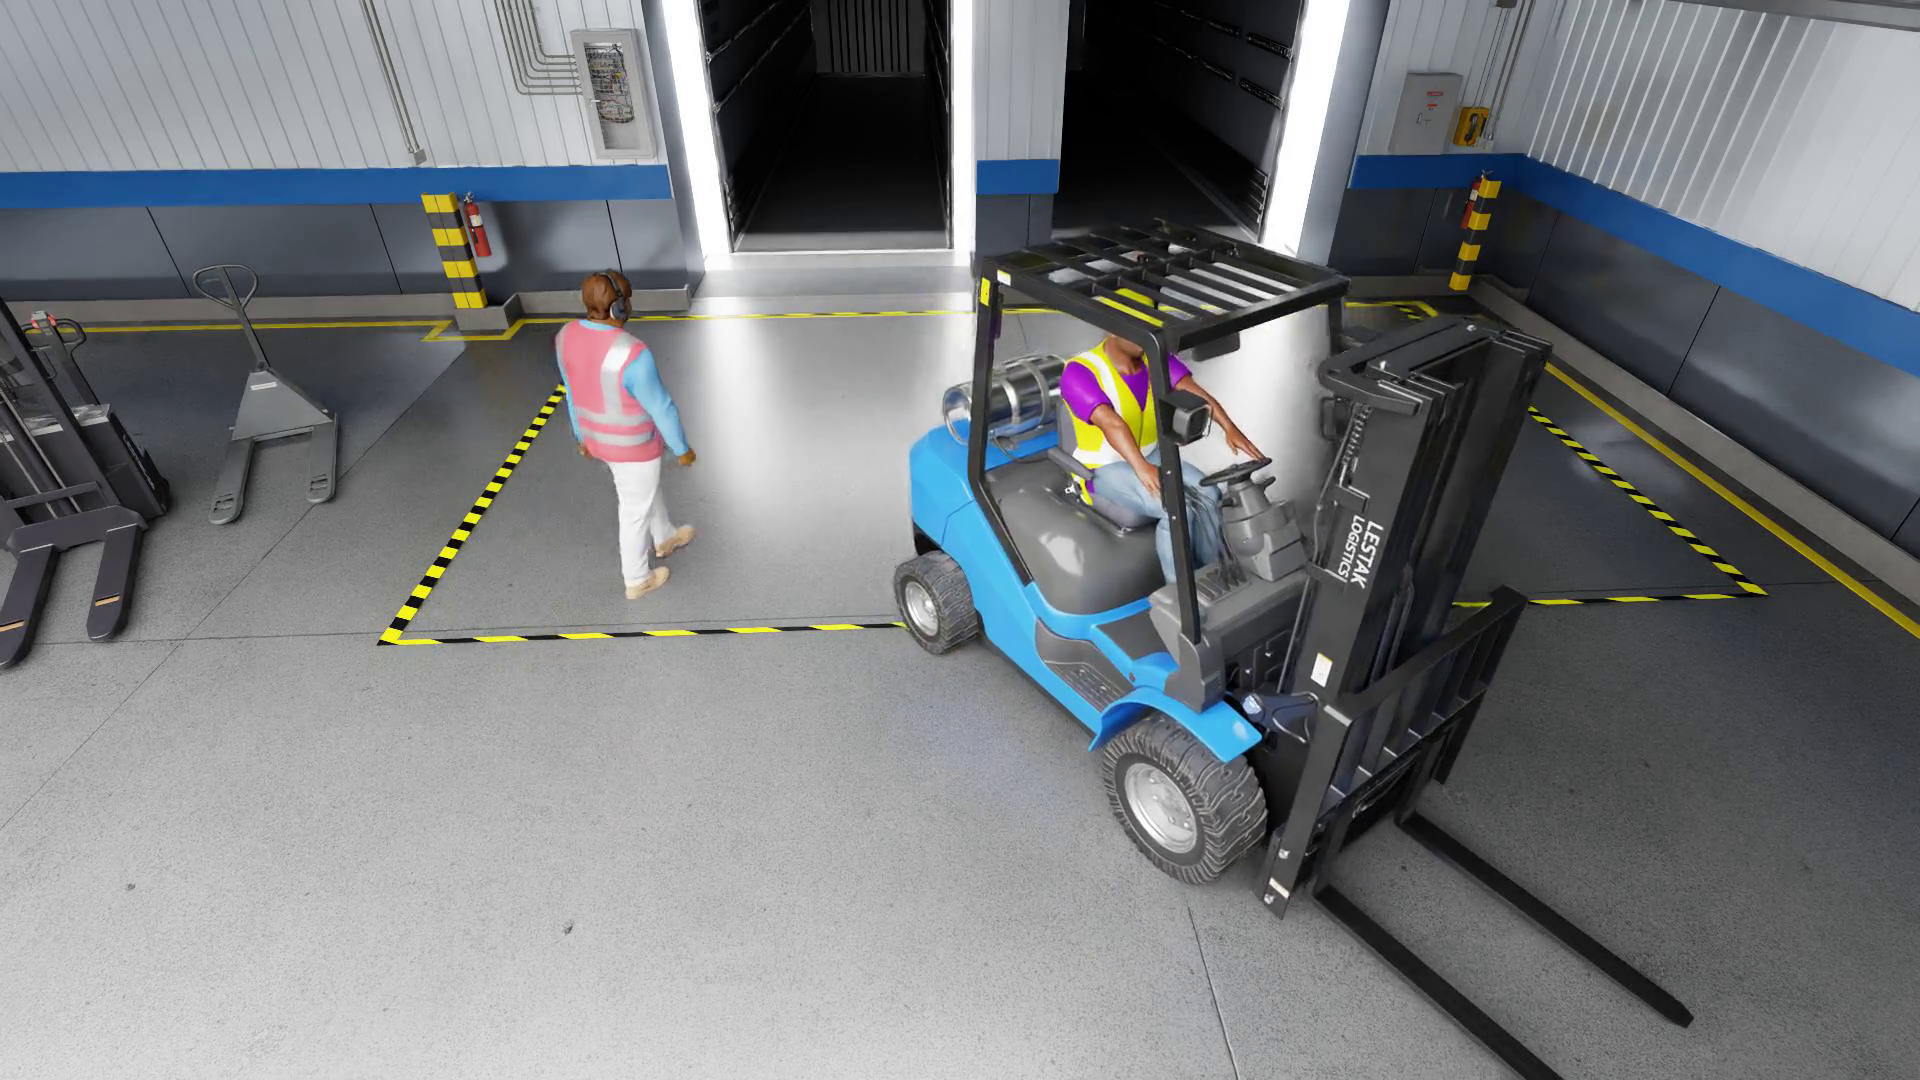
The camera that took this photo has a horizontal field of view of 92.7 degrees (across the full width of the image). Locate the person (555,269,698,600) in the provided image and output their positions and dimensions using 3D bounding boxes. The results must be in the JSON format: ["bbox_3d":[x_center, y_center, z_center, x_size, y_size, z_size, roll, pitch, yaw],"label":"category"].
[{"bbox_3d":[-1.719,-0.552,4.937,0.645,1.819,0.647,23,41,29],"label":"person"}]

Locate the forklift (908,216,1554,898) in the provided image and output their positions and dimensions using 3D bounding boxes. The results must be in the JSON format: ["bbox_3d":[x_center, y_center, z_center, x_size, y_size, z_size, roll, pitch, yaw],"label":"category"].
[{"bbox_3d":[0.839,-0.207,3.977,1.157,2.036,2.680,-22,41,-29],"label":"forklift"}]

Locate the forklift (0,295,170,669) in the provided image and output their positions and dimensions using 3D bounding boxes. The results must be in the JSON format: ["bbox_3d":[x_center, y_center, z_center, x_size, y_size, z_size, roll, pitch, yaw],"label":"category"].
[{"bbox_3d":[-5.212,-0.618,4.878,0.823,1.965,1.885,-20,39,-26],"label":"forklift"}]

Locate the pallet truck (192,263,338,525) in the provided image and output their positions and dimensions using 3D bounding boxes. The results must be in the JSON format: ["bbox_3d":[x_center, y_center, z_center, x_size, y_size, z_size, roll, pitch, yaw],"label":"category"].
[{"bbox_3d":[-4.778,-1.027,6.128,0.680,1.201,1.601,-17,38,-23],"label":"pallet truck"}]

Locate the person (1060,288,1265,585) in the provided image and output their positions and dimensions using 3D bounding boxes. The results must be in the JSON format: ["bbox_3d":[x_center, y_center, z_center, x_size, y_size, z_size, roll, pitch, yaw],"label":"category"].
[{"bbox_3d":[0.868,-0.331,3.827,0.635,1.293,1.004,-22,41,-29],"label":"person"}]
